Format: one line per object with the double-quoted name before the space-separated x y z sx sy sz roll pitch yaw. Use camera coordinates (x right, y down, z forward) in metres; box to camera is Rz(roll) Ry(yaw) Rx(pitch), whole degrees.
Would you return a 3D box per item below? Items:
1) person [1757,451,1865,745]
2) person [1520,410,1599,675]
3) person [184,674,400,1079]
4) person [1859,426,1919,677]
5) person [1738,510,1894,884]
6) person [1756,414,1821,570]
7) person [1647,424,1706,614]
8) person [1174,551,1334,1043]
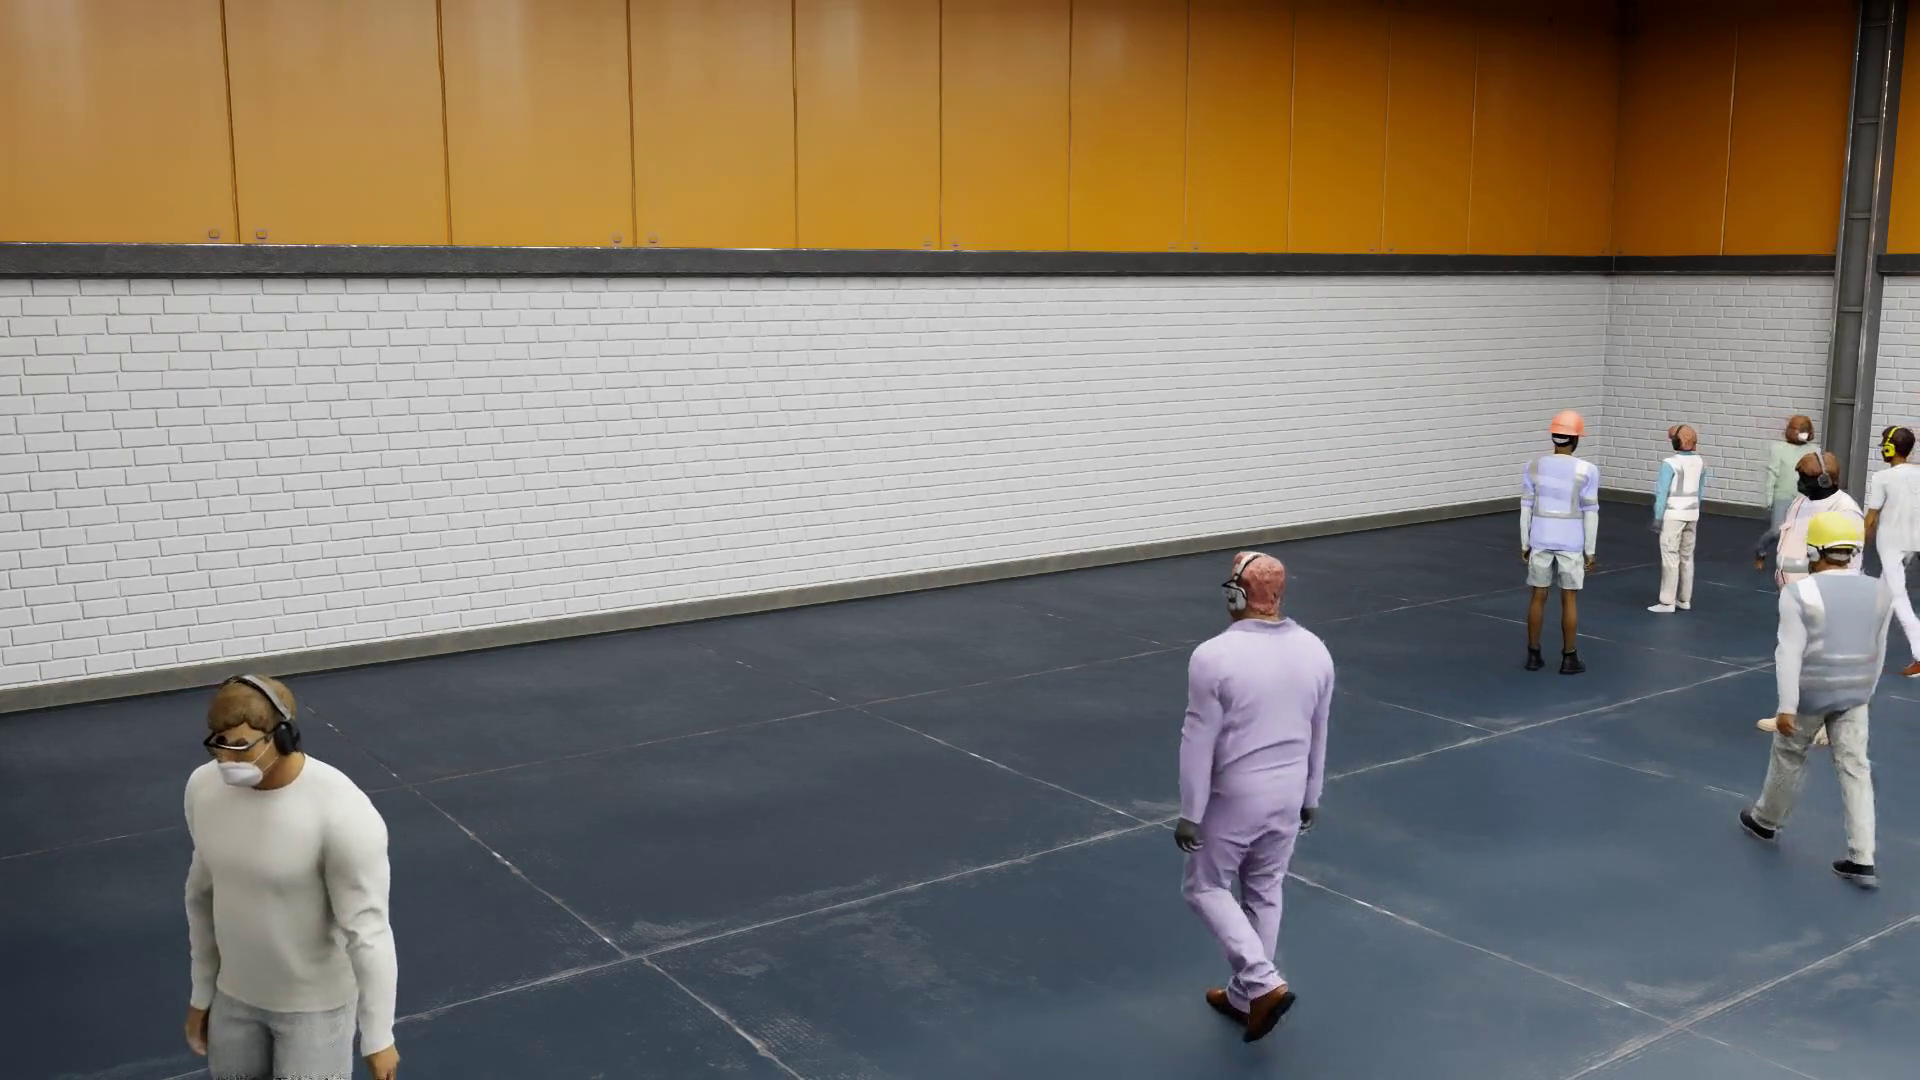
"person" 5.326 0.361 10.397 0.430 1.837 0.624 -1 9 -4
"person" 4.395 0.017 12.200 0.551 1.934 0.373 6 11 34
"person" -1.811 1.263 4.579 0.724 1.915 0.514 4 10 23
"person" 6.914 0.072 12.274 0.520 1.818 1.003 -3 10 -17
"person" 4.277 0.743 8.219 0.612 1.780 0.946 -1 9 -4
"person" 7.875 -0.408 15.842 0.518 1.608 0.656 0 9 0
"person" 6.182 -0.177 14.322 0.517 1.639 0.331 -5 11 -29
"person" 1.123 0.988 6.339 0.668 1.892 0.543 -5 10 -28
